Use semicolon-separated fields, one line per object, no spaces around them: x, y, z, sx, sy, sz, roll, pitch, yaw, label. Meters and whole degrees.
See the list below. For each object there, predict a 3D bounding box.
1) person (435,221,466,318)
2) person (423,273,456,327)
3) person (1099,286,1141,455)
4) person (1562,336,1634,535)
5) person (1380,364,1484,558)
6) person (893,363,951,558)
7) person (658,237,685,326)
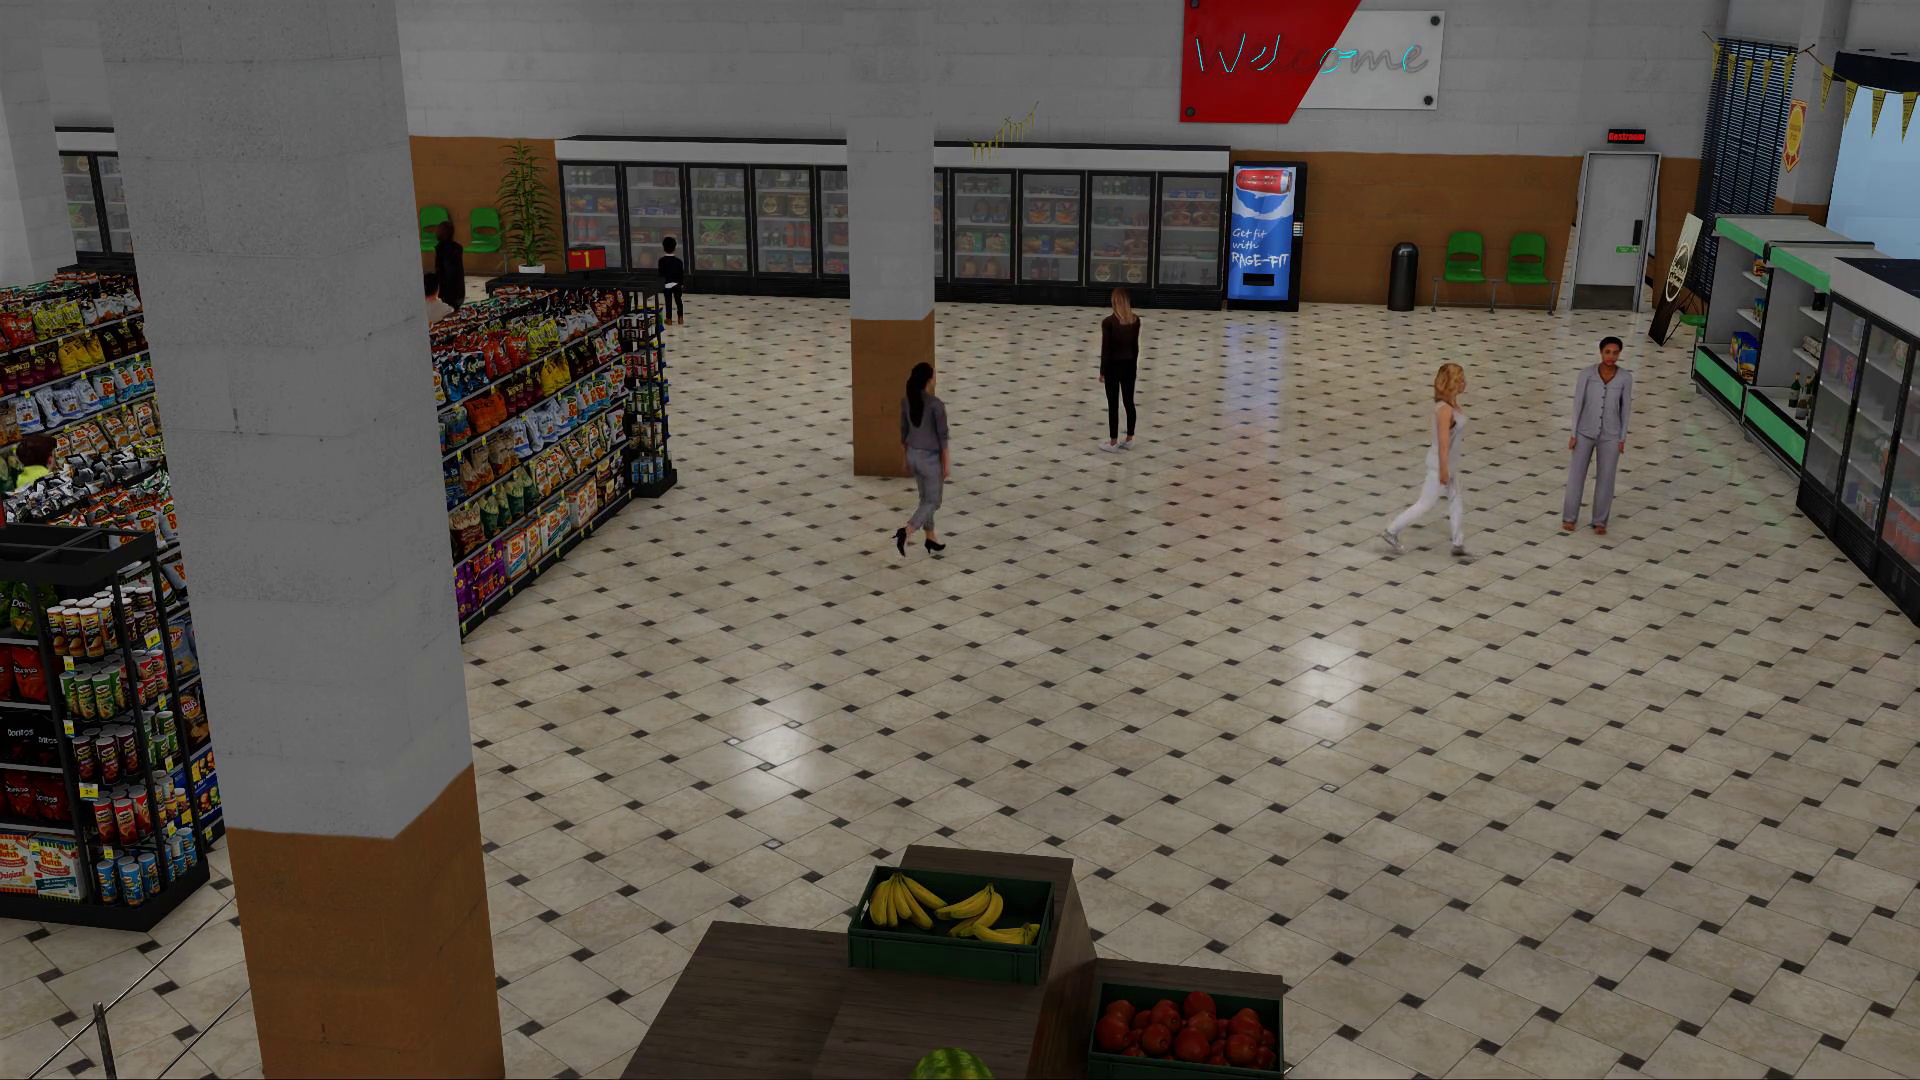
-6.316;-3.069;20.740;0.828;1.826;0.656;-3;19;-8;person
-5.397;-1.810;17.077;0.802;1.782;1.184;0;19;-1;person
1.636;-1.737;16.991;0.676;1.696;0.705;-9;21;-26;person
5.582;-0.936;14.558;0.662;1.733;0.601;7;20;19;person
3.925;-0.639;13.824;0.812;1.640;1.064;7;20;21;person
-0.329;-0.613;13.715;0.905;1.661;1.045;15;24;38;person
-4.059;-3.646;23.390;0.576;1.226;0.600;-6;20;-18;person
